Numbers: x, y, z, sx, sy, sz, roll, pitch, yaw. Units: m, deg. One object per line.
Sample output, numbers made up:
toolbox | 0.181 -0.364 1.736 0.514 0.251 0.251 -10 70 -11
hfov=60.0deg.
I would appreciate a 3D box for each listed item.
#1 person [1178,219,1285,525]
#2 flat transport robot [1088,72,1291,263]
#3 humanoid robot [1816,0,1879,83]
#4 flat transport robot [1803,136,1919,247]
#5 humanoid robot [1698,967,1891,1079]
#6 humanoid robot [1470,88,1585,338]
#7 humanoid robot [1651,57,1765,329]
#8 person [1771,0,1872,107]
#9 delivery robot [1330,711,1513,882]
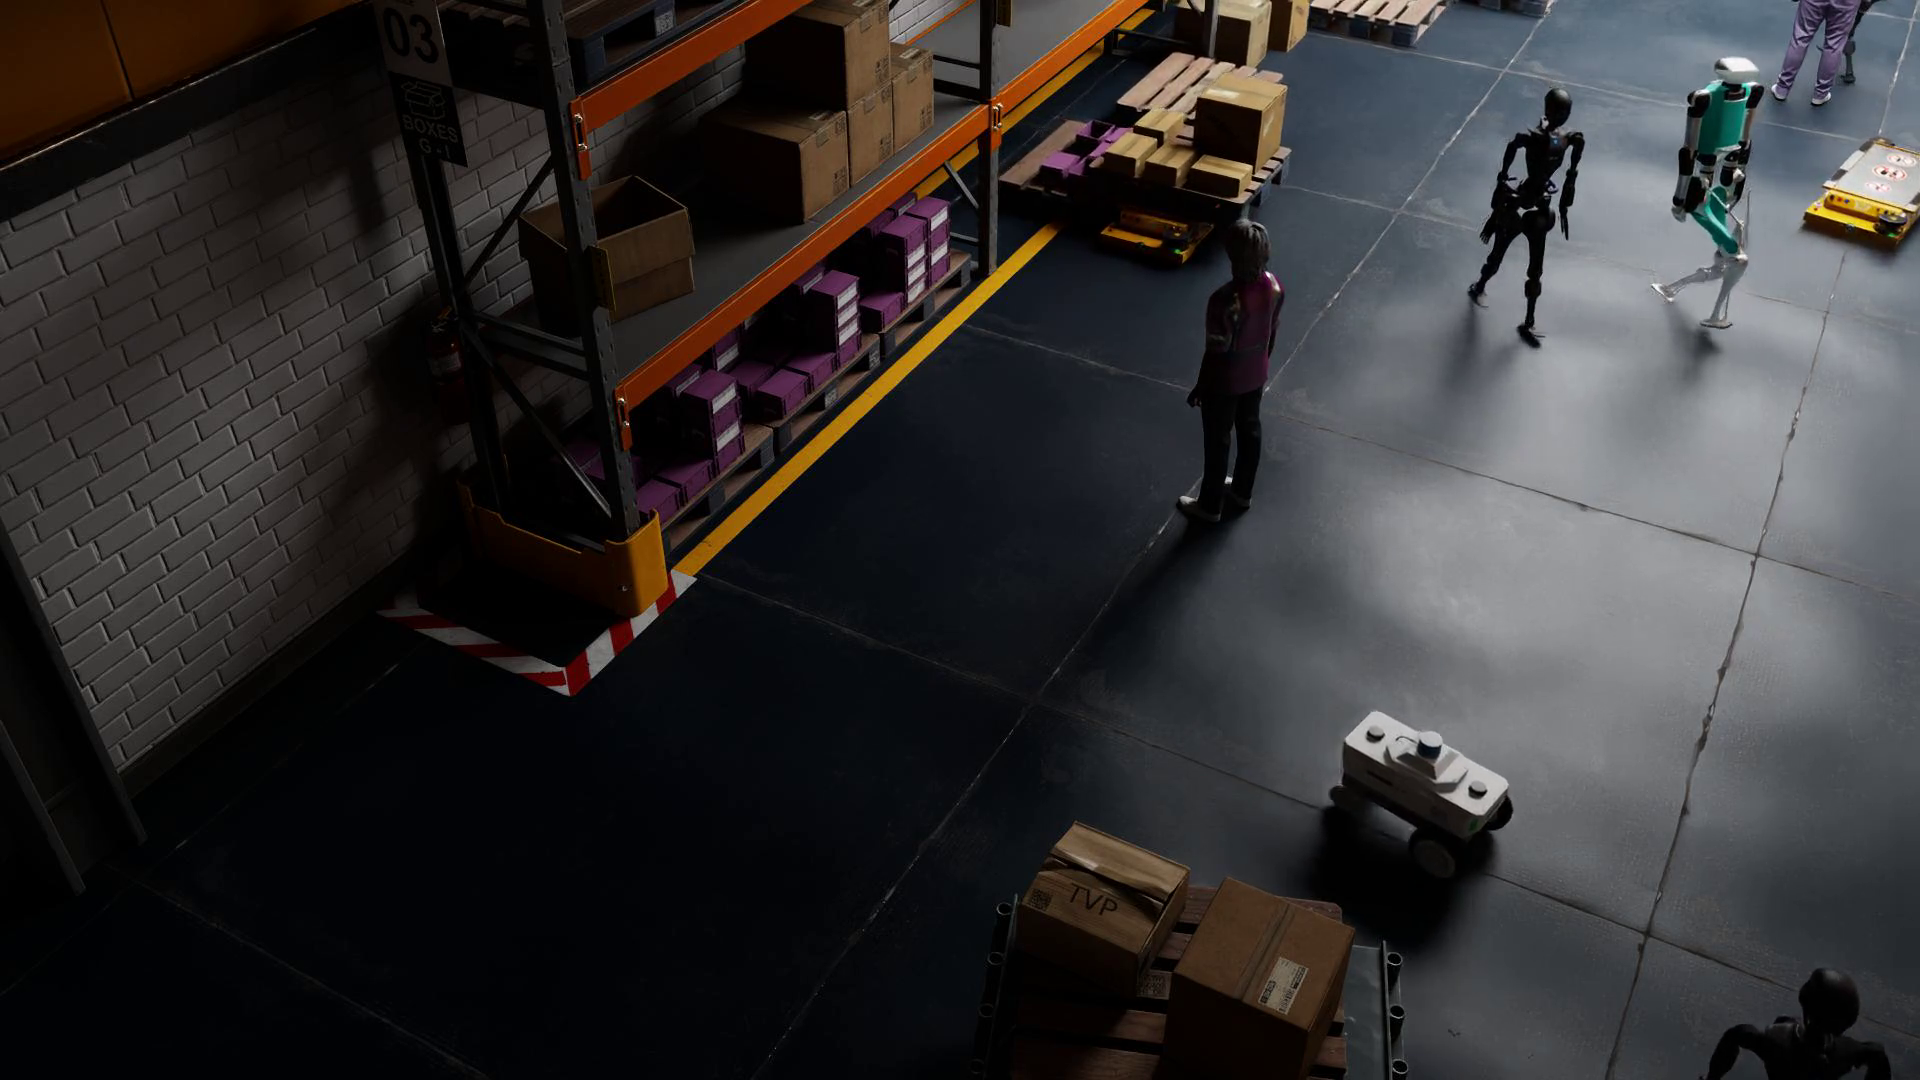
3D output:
person | 1.485 -0.905 9.088 0.514 1.848 0.337 -21 43 -24
flat transport robot | 1.646 -2.502 12.348 0.659 0.231 1.431 20 43 23
humanoid robot | 7.628 -4.752 14.057 0.601 1.637 0.658 -8 39 -10
flat transport robot | 6.939 -2.633 12.511 0.659 0.231 1.431 28 46 30
humanoid robot | 2.700 2.052 5.529 0.603 1.638 0.504 6 39 8
humanoid robot | 3.700 -2.143 10.808 0.591 1.625 0.770 -7 39 -8
humanoid robot | 5.003 -2.134 10.757 0.531 1.778 0.991 -13 40 -16
person | 7.101 -4.478 13.508 0.640 1.908 0.412 16 41 19
delivery robot | 2.116 1.134 7.588 0.817 0.614 0.499 29 47 31
